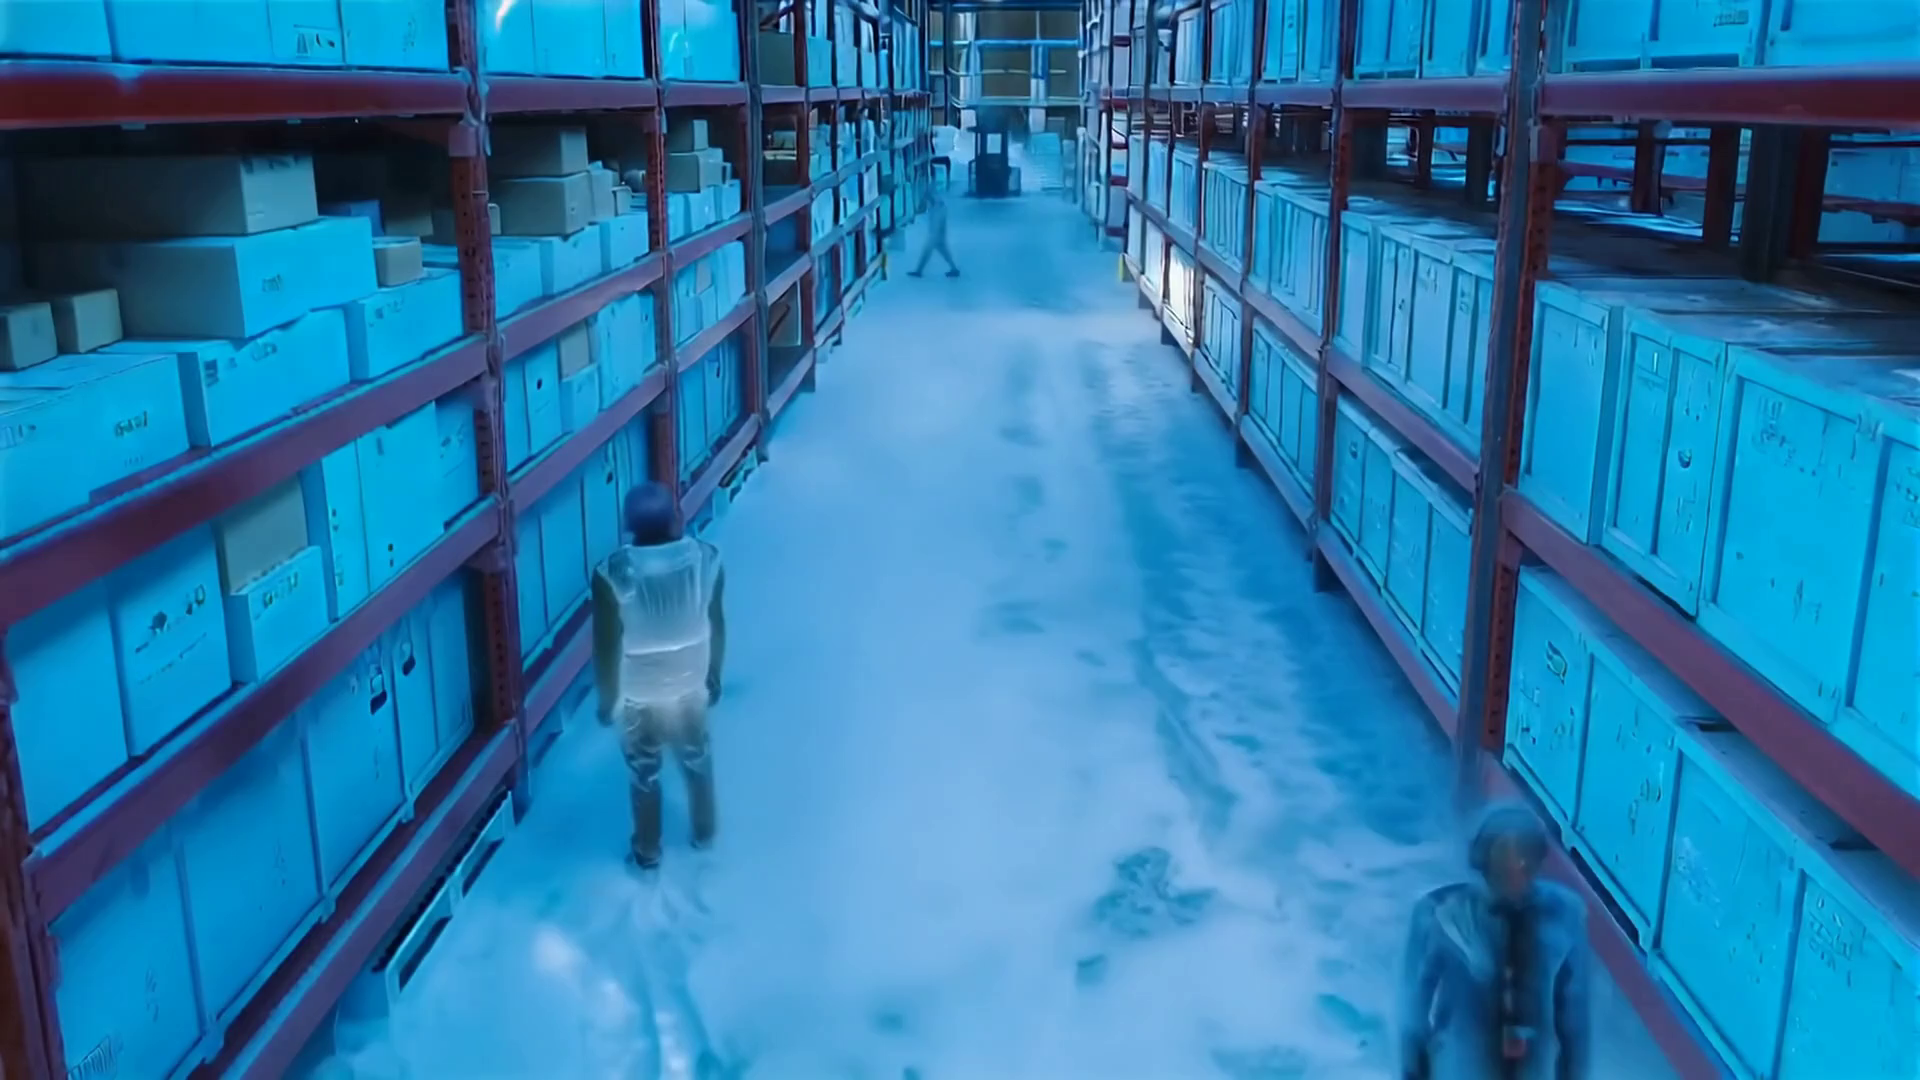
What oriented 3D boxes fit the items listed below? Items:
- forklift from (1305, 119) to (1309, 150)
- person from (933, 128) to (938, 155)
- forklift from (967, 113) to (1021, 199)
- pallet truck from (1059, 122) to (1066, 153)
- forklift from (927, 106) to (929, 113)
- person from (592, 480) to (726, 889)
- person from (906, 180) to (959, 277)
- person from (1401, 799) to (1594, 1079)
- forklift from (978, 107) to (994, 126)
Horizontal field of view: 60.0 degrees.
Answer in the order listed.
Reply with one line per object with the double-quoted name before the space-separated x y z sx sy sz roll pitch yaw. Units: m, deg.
"forklift" 9.015 -9.599 43.506 1.873 2.768 1.129 0 15 2
"person" -1.079 -18.587 78.842 1.013 1.893 0.555 -5 16 -17
"forklift" 1.179 -12.906 55.810 1.129 2.768 1.873 8 17 29
"pallet truck" 5.788 -21.111 88.014 1.885 1.965 0.823 5 16 18
"forklift" -2.024 -20.456 83.901 1.129 2.768 1.873 0 15 2
"person" -1.337 0.635 7.402 0.633 1.840 0.429 -10 18 -34
"person" -0.493 -5.998 32.068 1.021 1.853 0.655 1 15 2
"person" 1.494 1.459 4.753 0.514 1.617 0.724 -1 15 -3
"forklift" 1.279 -19.868 81.714 1.873 2.768 1.129 -11 18 -34
